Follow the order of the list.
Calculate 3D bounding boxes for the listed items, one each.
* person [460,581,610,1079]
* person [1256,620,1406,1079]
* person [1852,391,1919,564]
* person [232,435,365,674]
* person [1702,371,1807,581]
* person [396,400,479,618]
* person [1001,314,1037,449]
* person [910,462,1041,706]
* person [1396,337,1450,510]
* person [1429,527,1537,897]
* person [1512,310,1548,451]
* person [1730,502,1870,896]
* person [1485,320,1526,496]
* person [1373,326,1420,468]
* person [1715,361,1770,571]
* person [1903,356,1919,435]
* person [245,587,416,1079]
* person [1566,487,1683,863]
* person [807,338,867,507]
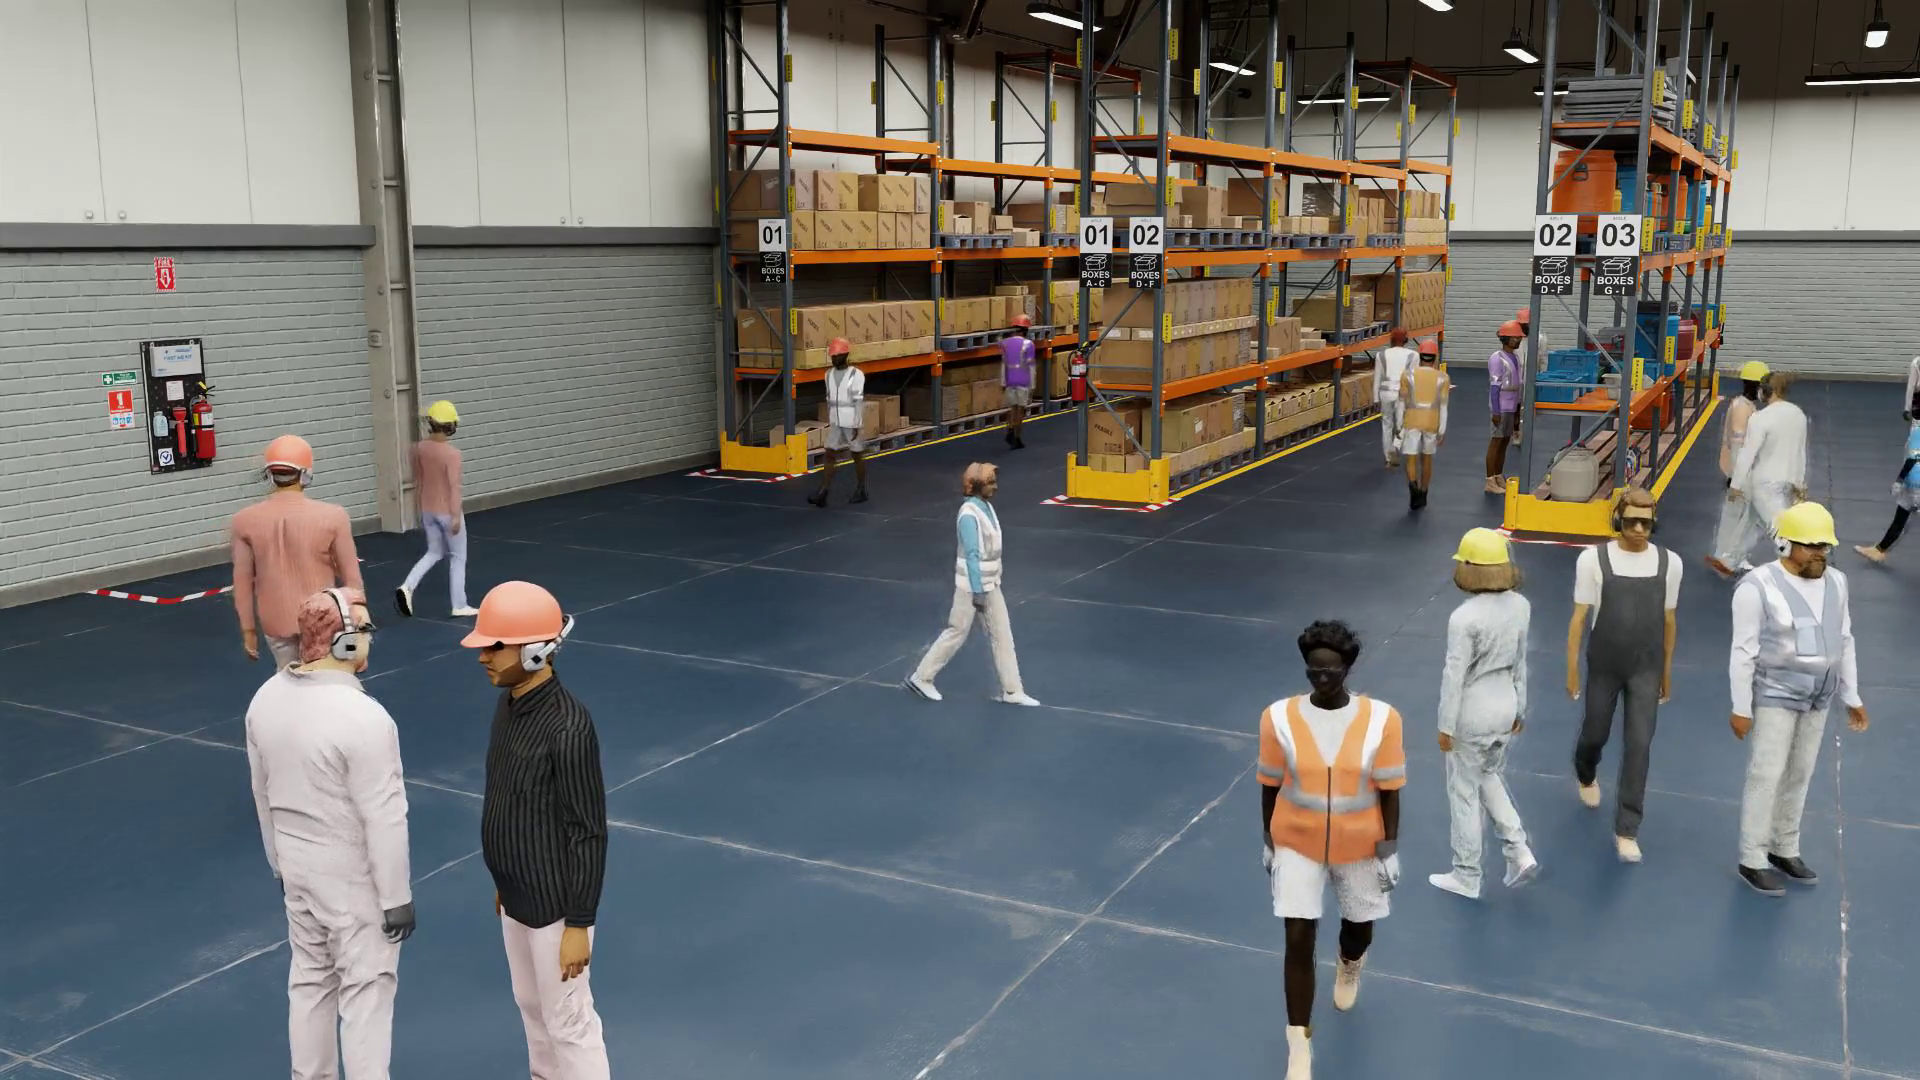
[{"bbox_3d":[-1.315,1.104,5.193,0.387,1.992,0.626,-8,13,-36],"label":"person"},{"bbox_3d":[1.350,1.093,6.115,0.533,1.675,0.734,2,11,12],"label":"person"},{"bbox_3d":[8.642,-0.535,15.070,0.883,1.645,0.540,9,13,39],"label":"person"},{"bbox_3d":[-3.545,0.412,9.027,0.623,1.974,0.608,0,10,-2],"label":"person"},{"bbox_3d":[6.829,-0.499,14.216,0.658,1.885,1.000,-6,12,-31],"label":"person"},{"bbox_3d":[-4.122,-0.217,13.055,0.520,1.753,0.625,6,12,32],"label":"person"},{"bbox_3d":[0.847,-2.249,23.673,0.568,1.918,0.448,7,13,35],"label":"person"},{"bbox_3d":[0.073,0.285,10.749,0.849,1.604,0.522,4,11,20],"label":"person"},{"bbox_3d":[5.119,-1.277,18.396,0.545,1.916,0.813,2,11,11],"label":"person"},{"bbox_3d":[2.386,0.798,7.581,0.498,1.725,0.414,-6,12,-32],"label":"person"},{"bbox_3d":[7.998,-2.275,23.654,0.638,1.981,1.081,4,11,20],"label":"person"},{"bbox_3d":[3.875,0.718,7.754,0.609,1.828,0.408,-4,11,-19],"label":"person"},{"bbox_3d":[6.414,-1.554,19.545,0.366,2.047,0.607,8,13,39],"label":"person"},{"bbox_3d":[5.644,-1.839,21.593,0.598,1.864,0.586,5,11,24],"label":"person"},{"bbox_3d":[7.149,-0.665,15.092,0.502,1.910,0.586,4,11,23],"label":"person"},{"bbox_3d":[11.856,-1.599,20.277,0.607,1.871,0.583,6,12,28],"label":"person"},{"bbox_3d":[-2.017,1.095,5.488,0.652,1.904,0.402,7,12,33],"label":"person"},{"bbox_3d":[3.303,0.618,8.337,0.516,1.819,0.827,2,11,10],"label":"person"},{"bbox_3d":[-1.337,-1.307,18.619,0.567,1.883,0.971,6,12,29],"label":"person"}]
